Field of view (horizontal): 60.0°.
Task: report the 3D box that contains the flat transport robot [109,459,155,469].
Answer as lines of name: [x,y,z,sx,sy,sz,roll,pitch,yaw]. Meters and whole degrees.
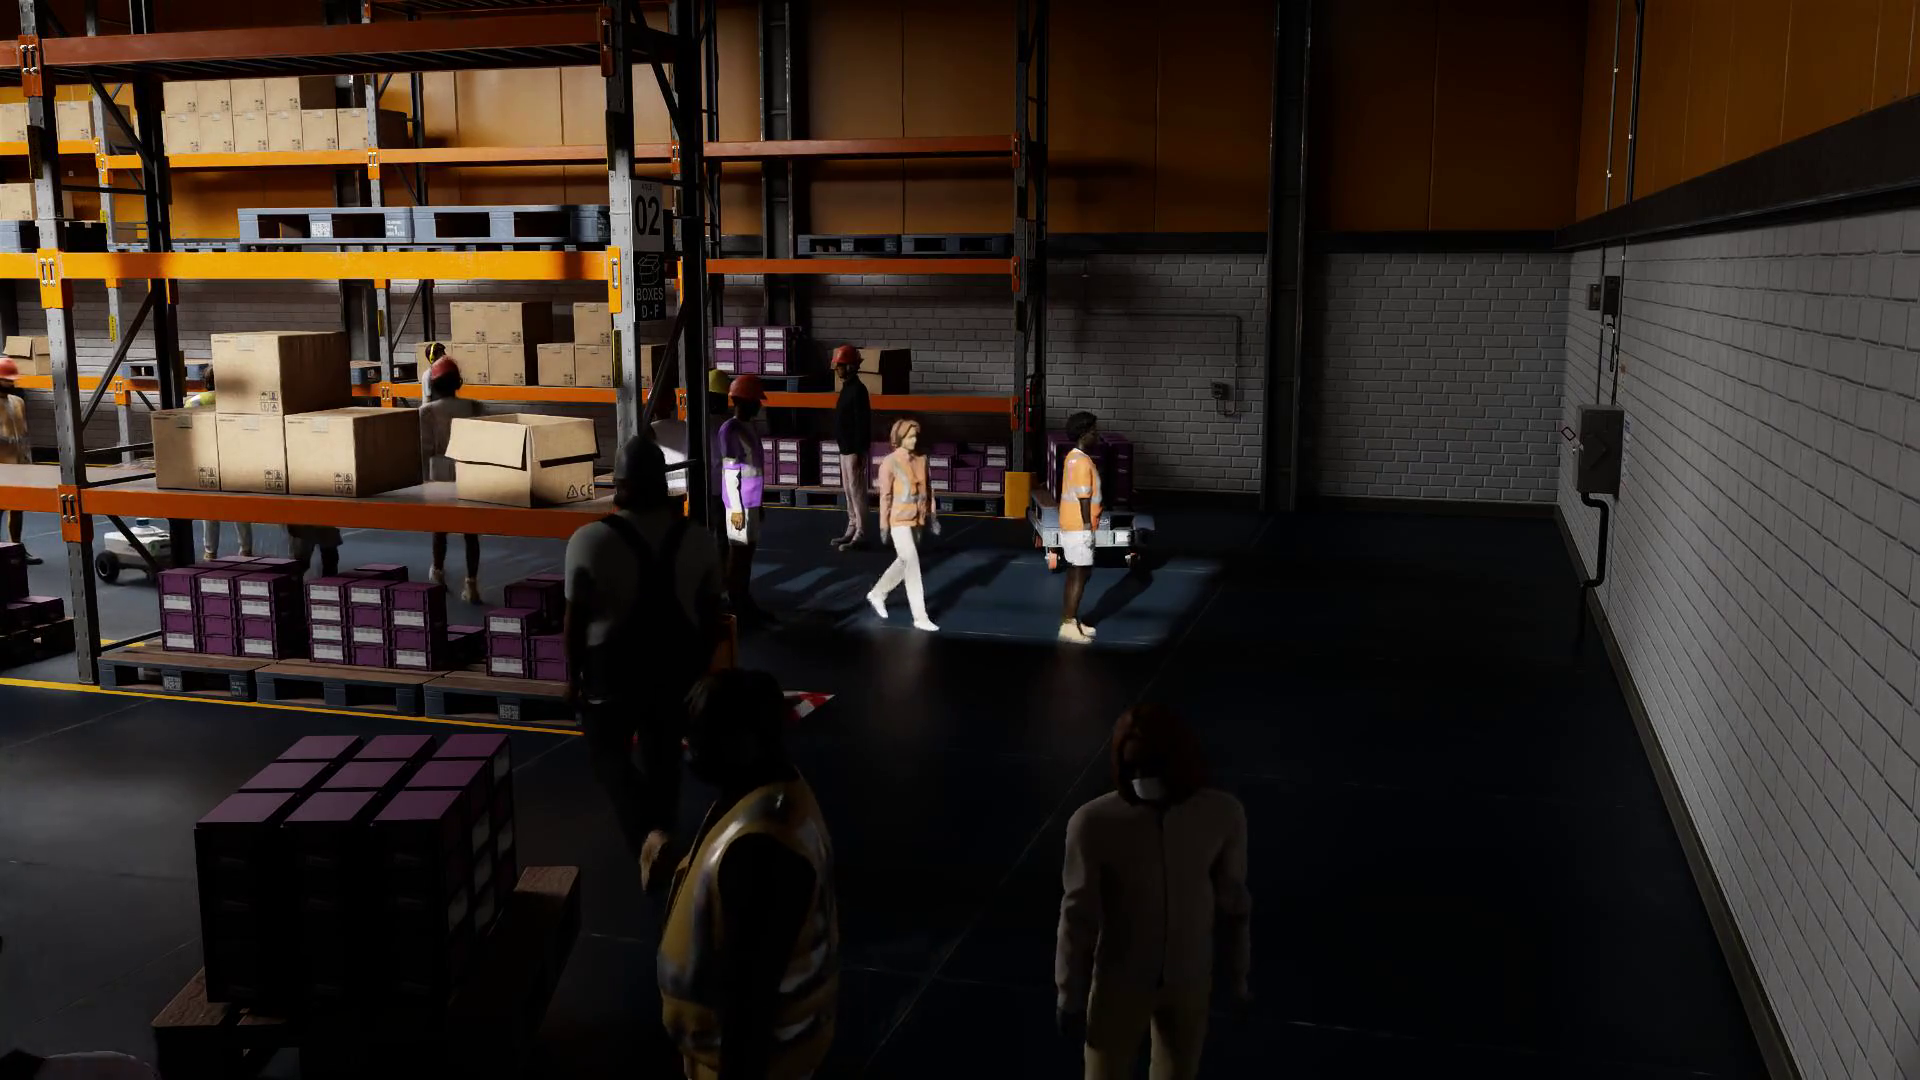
flat transport robot: [-10.460,-0.871,21.254,0.652,0.197,1.431,0,9,1]

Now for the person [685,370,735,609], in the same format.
person: [-1.955,-0.413,13.432,0.379,1.923,0.595,7,12,37]

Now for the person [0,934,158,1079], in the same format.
person: [-1.512,1.398,2.534,0.977,1.865,0.623,7,12,37]

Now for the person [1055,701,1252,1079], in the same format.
person: [0.519,1.210,4.500,0.532,1.609,0.355,-2,9,-11]

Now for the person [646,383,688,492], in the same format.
person: [-2.228,-0.252,12.586,0.576,1.882,0.355,-9,13,-44]

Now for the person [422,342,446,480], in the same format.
person: [-6.070,-1.354,19.333,0.331,1.874,0.519,-1,9,-6]

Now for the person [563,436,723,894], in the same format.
person: [-1.383,0.534,7.308,0.693,2.000,0.738,-6,11,-33]

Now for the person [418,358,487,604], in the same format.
person: [-4.216,-0.509,13.814,0.617,1.985,1.053,-5,10,-26]

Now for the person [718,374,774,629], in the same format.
person: [-1.628,-0.299,12.699,0.355,1.938,0.544,2,10,12]

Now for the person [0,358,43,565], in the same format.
person: [-8.634,-0.684,15.093,0.395,1.929,0.554,2,9,10]

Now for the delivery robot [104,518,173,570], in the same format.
delivery robot: [-7.108,0.050,14.494,0.707,0.478,0.477,5,11,29]

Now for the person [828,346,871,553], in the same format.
person: [-1.071,-0.874,16.104,0.418,1.989,0.631,-3,10,-18]

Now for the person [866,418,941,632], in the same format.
person: [-0.456,-0.139,12.733,0.792,1.609,0.534,7,12,36]

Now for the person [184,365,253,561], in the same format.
person: [-6.920,-0.716,15.572,0.628,1.836,0.430,-6,11,-32]

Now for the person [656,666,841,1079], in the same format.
person: [-0.432,1.193,3.984,0.760,1.819,0.631,-2,9,-11]

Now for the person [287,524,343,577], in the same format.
person: [-4.935,-0.244,12.449,0.746,1.915,0.558,3,10,19]

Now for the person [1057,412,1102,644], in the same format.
person: [0.863,-0.097,12.220,0.359,1.694,0.563,-1,9,-6]
